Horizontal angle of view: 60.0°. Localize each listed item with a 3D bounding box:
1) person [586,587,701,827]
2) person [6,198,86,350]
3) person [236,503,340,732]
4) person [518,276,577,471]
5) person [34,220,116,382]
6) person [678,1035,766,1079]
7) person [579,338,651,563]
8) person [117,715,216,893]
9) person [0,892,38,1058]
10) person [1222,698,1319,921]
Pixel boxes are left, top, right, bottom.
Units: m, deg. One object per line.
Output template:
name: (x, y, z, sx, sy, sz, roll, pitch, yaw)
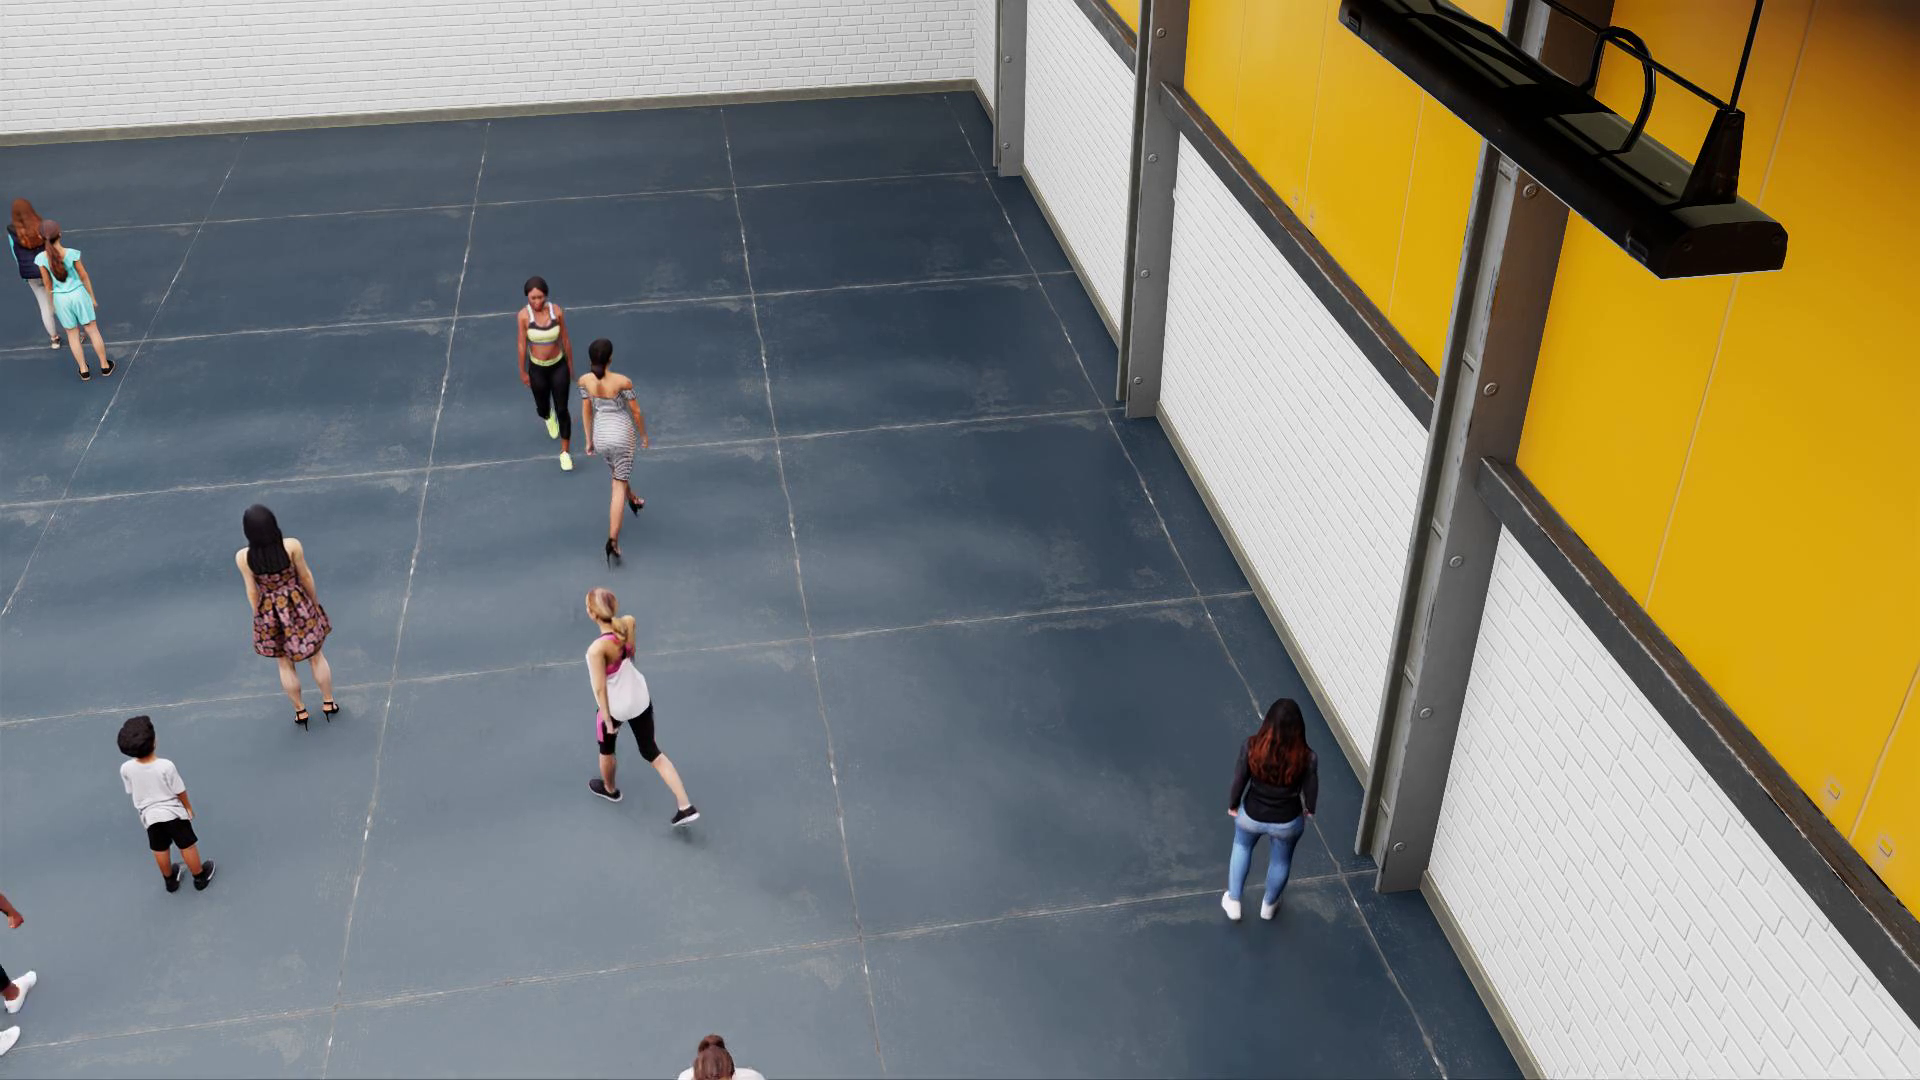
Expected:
person: (-1.995, 1.054, 10.260, 1.161, 1.754, 1.117, 21, 39, 28)
person: (-8.772, -2.553, 15.915, 0.580, 1.502, 0.578, -6, 34, -10)
person: (-4.477, 0.504, 11.070, 0.743, 1.774, 0.761, -15, 37, -22)
person: (-3.484, -1.468, 14.073, 0.674, 1.734, 0.955, -12, 36, -18)
person: (-8.214, -2.228, 15.374, 0.602, 1.558, 0.608, -14, 36, -20)
person: (-1.085, 2.848, 7.618, 0.695, 1.691, 0.691, -13, 36, -19)
person: (-2.686, -0.663, 12.833, 0.915, 1.766, 1.190, 8, 34, 11)
person: (-4.757, 1.590, 9.904, 0.489, 1.256, 0.487, -3, 34, -5)
person: (-5.337, 2.090, 8.742, 0.817, 1.709, 0.966, 7, 34, 10)
person: (1.786, 1.598, 9.552, 0.754, 1.632, 0.777, 11, 35, 16)
